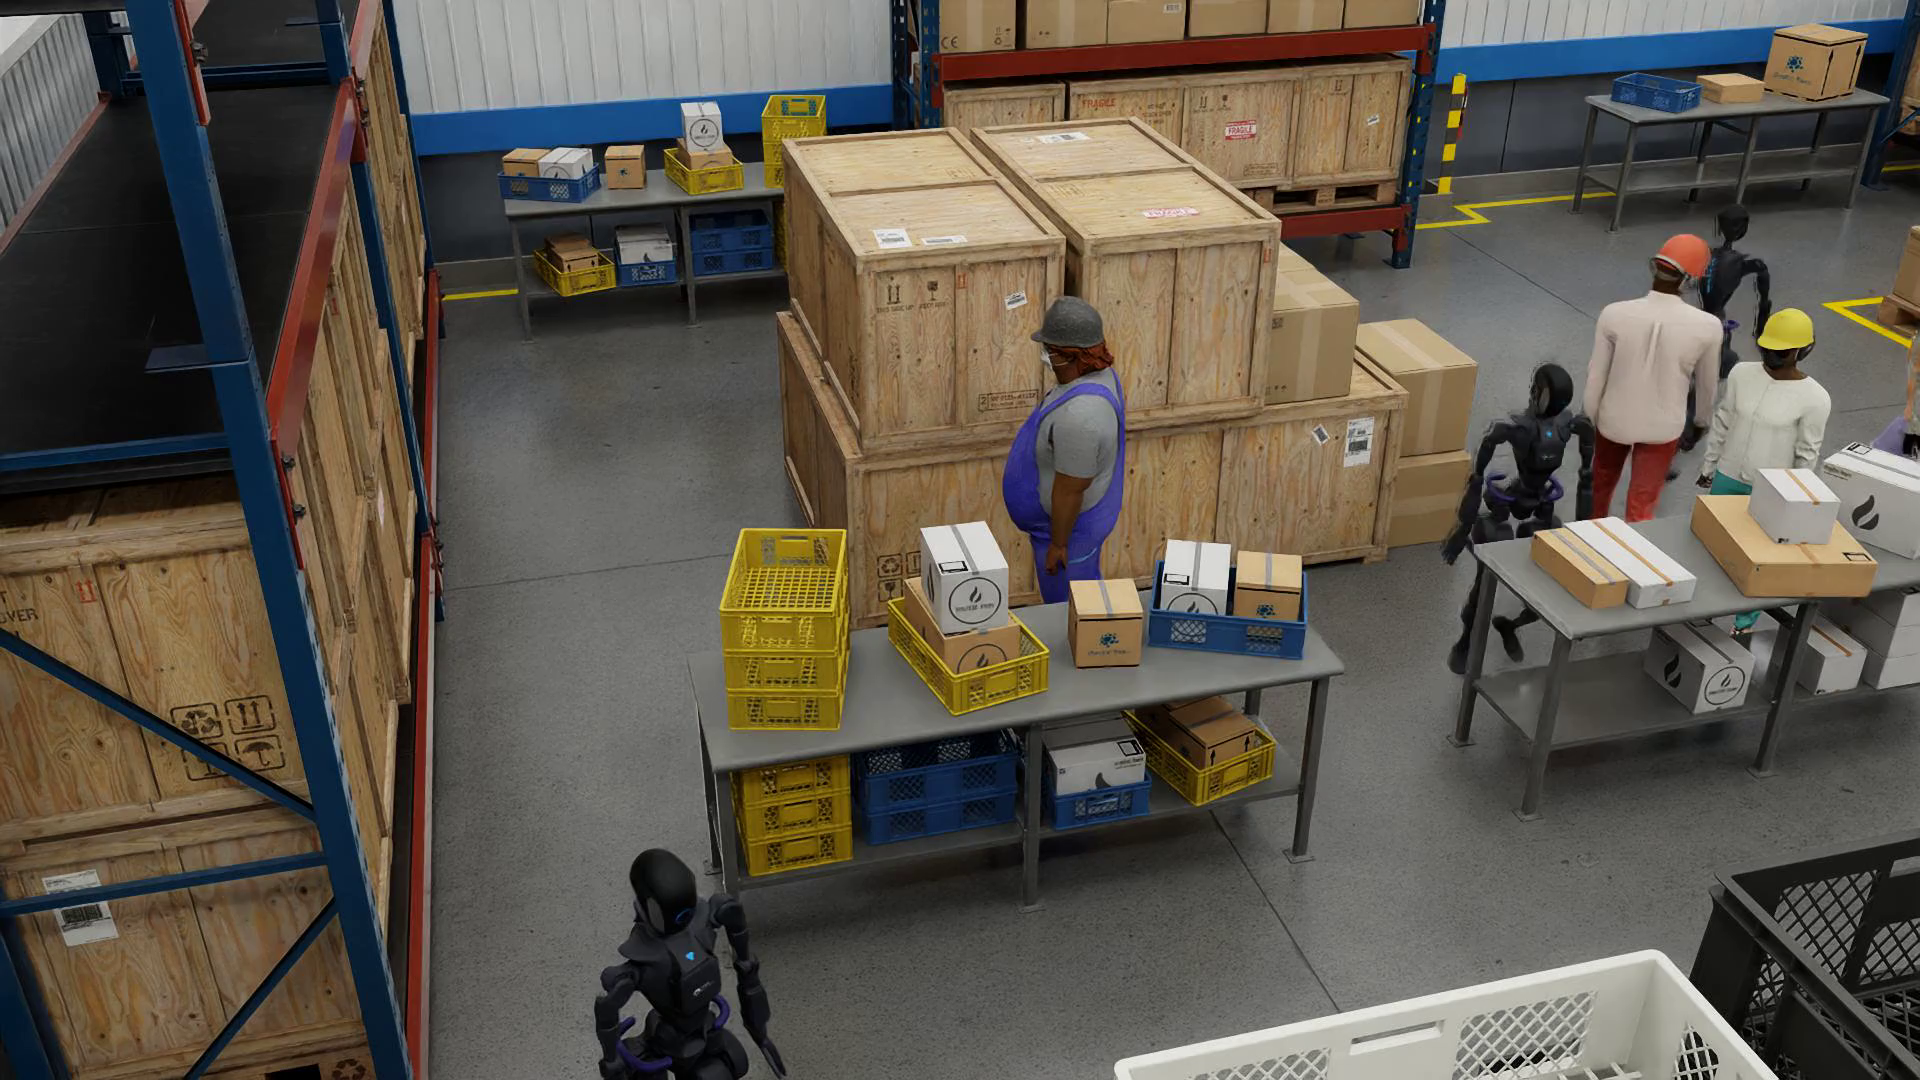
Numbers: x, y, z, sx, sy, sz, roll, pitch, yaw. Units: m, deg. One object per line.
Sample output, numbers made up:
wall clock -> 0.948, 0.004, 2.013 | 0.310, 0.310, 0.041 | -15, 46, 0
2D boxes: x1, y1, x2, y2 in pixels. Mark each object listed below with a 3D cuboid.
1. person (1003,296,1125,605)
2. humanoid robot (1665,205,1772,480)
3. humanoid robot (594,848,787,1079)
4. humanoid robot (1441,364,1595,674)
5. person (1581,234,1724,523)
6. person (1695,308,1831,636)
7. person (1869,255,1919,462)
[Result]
person -> 0.463, -0.143, 7.542 | 0.536, 2.000, 0.679 | 6, 29, 11
humanoid robot -> 4.405, -1.171, 9.838 | 0.817, 1.616, 0.533 | -21, 35, -33
humanoid robot -> -0.786, 1.550, 4.840 | 0.330, 1.647, 0.594 | 23, 36, 35
humanoid robot -> 2.631, -0.090, 7.832 | 0.708, 1.633, 0.413 | -2, 29, -4
person -> 3.497, -0.603, 8.492 | 0.625, 1.954, 0.833 | 15, 32, 25
person -> 3.850, -0.289, 8.088 | 0.314, 1.768, 0.524 | -21, 35, -33
person -> 5.057, -0.686, 8.678 | 0.612, 1.890, 0.554 | -18, 34, -29
